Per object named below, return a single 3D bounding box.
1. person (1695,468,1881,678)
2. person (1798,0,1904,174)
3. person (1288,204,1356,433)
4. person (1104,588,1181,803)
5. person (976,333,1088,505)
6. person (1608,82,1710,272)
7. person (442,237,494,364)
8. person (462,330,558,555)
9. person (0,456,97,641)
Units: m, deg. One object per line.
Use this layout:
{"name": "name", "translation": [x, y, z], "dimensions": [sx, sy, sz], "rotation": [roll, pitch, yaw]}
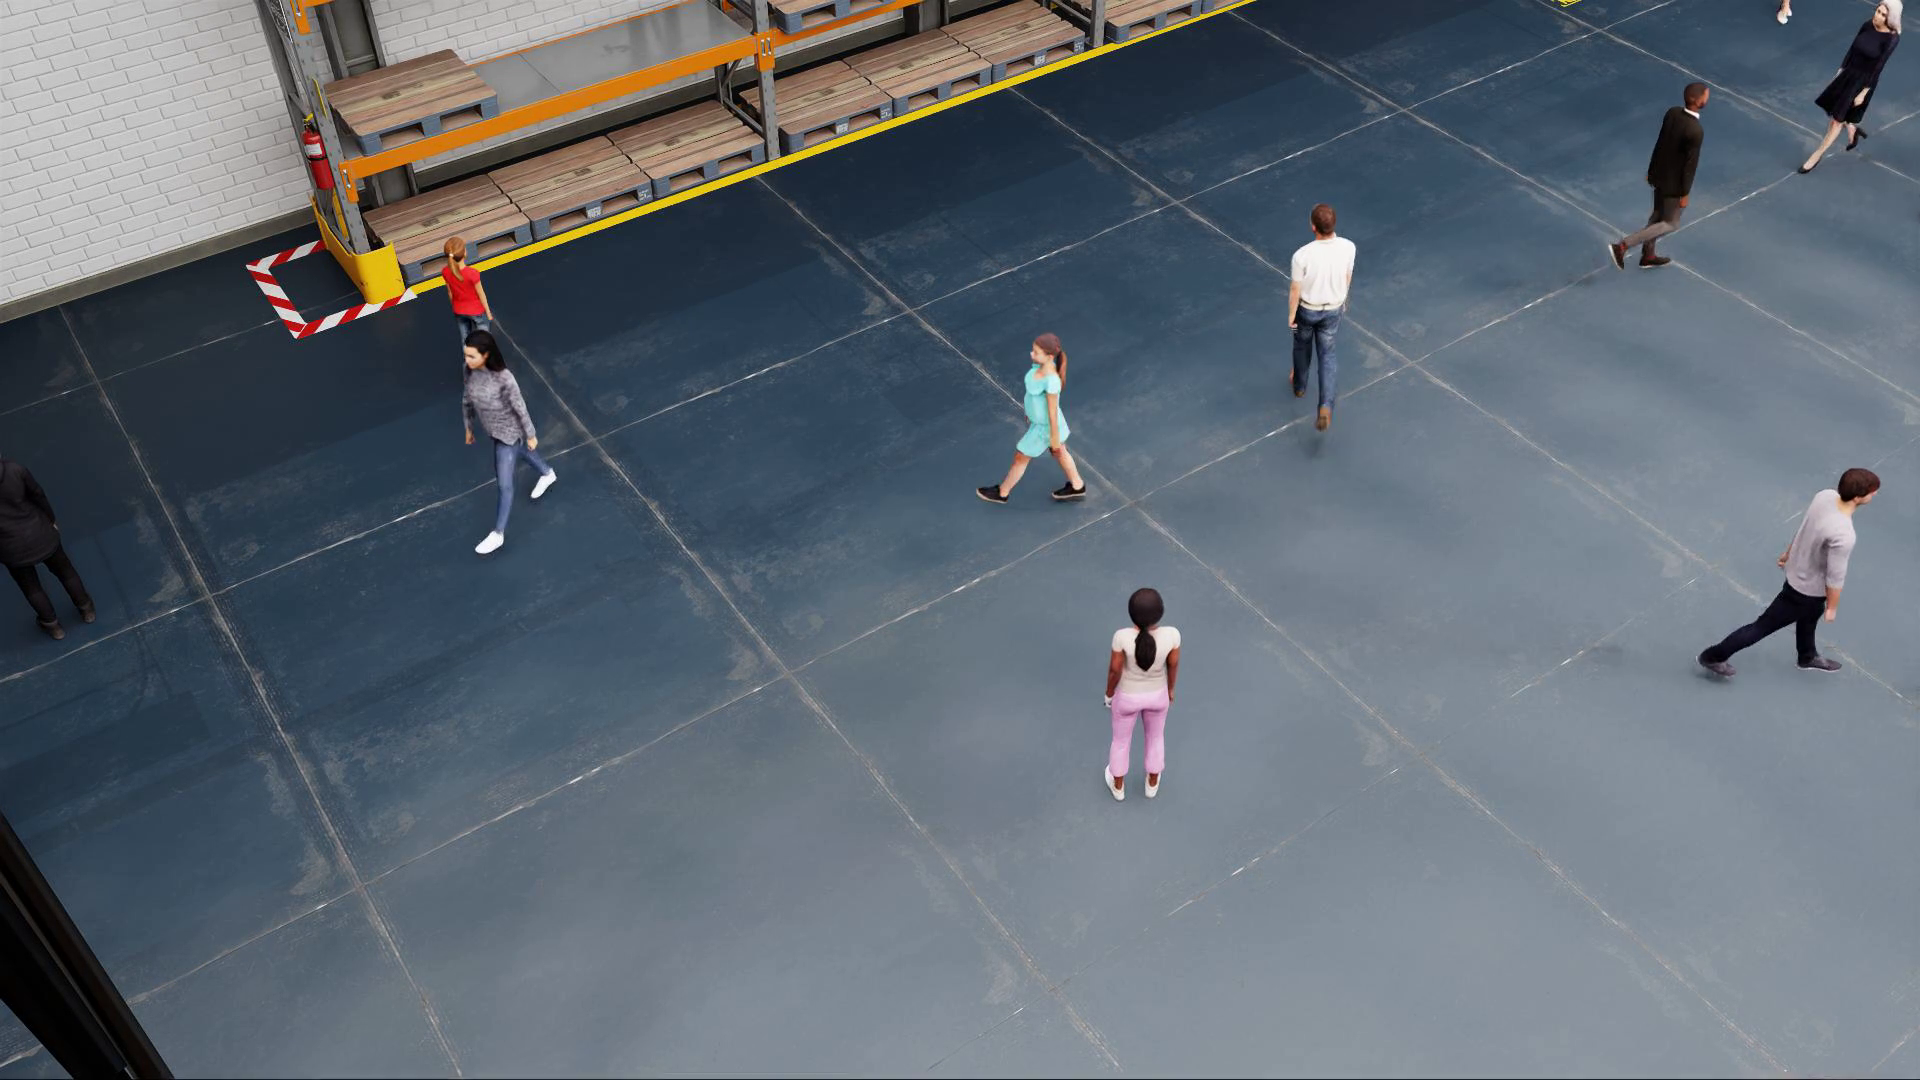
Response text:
{"name": "person", "translation": [5.325, 0.258, 10.670], "dimensions": [1.254, 1.794, 1.200], "rotation": [7, 44, 7]}
{"name": "person", "translation": [8.328, -4.192, 15.387], "dimensions": [0.960, 1.730, 0.760], "rotation": [-11, 45, -11]}
{"name": "person", "translation": [2.752, -1.677, 12.682], "dimensions": [1.191, 1.821, 1.121], "rotation": [-2, 44, -2]}
{"name": "person", "translation": [1.082, 0.932, 10.001], "dimensions": [0.612, 1.742, 0.719], "rotation": [-3, 44, -3]}
{"name": "person", "translation": [0.680, -0.847, 12.032], "dimensions": [1.127, 1.515, 0.914], "rotation": [-3, 44, -3]}
{"name": "person", "translation": [5.957, -3.033, 14.128], "dimensions": [1.046, 1.789, 0.907], "rotation": [-6, 44, -7]}
{"name": "person", "translation": [-3.896, -1.811, 13.194], "dimensions": [0.551, 1.308, 0.611], "rotation": [6, 44, 6]}
{"name": "person", "translation": [-3.209, -0.825, 11.893], "dimensions": [1.005, 1.675, 1.289], "rotation": [22, 48, 21]}
{"name": "person", "translation": [-6.213, -0.050, 11.004], "dimensions": [0.543, 1.779, 0.702], "rotation": [-31, 51, -28]}
